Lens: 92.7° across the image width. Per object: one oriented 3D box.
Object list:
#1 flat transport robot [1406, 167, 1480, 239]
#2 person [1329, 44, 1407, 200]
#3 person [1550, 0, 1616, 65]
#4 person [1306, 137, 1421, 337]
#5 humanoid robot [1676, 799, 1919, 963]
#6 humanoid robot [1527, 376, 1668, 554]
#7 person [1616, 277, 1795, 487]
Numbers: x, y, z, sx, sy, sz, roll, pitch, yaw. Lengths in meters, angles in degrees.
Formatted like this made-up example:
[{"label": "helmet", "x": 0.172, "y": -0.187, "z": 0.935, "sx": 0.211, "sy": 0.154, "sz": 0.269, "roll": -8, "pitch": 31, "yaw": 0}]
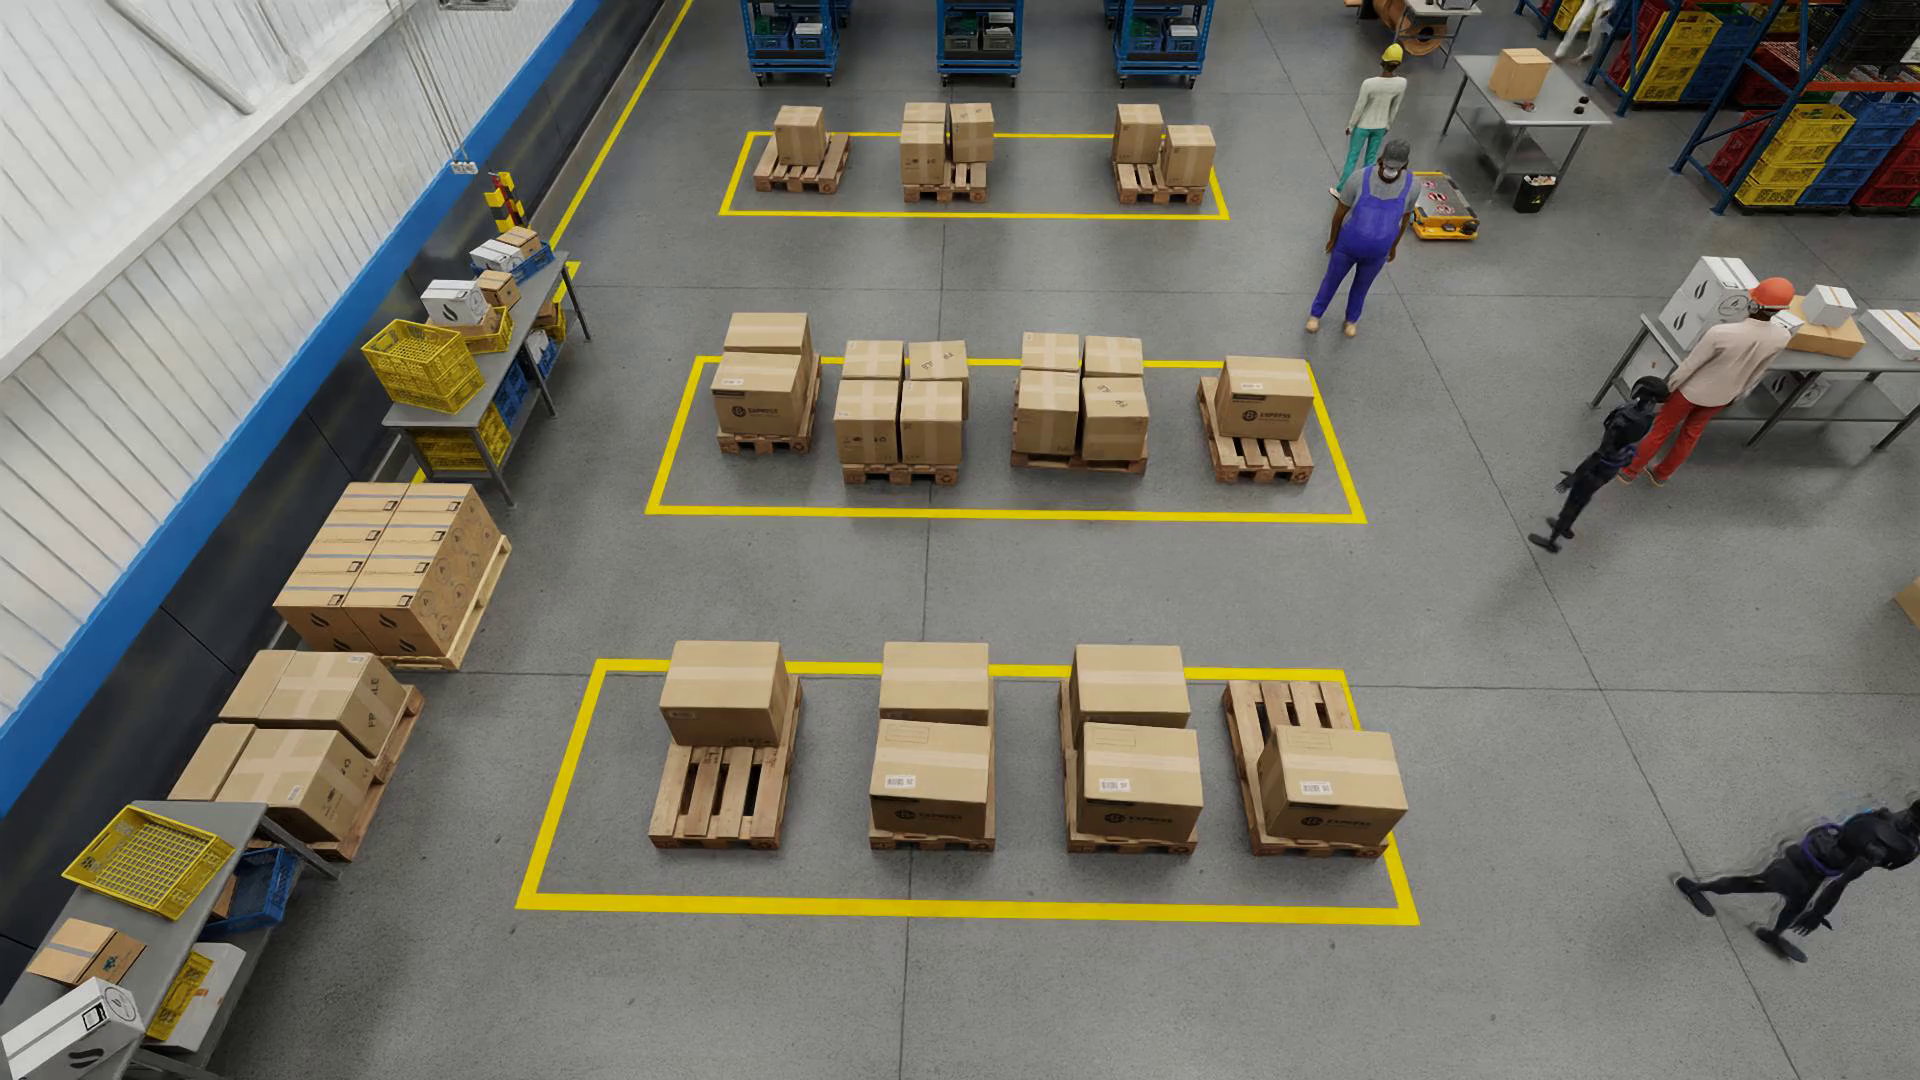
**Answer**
[{"label": "flat transport robot", "x": 5.692, "y": -4.094, "z": 11.059, "sx": 0.652, "sy": 0.197, "sz": 1.431, "roll": 1, "pitch": 49, "yaw": 1}, {"label": "person", "x": 4.808, "y": -4.868, "z": 10.756, "sx": 0.526, "sy": 1.768, "sz": 0.312, "roll": -3, "pitch": 49, "yaw": -3}, {"label": "person", "x": 9.231, "y": -7.820, "z": 13.259, "sx": 0.915, "sy": 1.837, "sz": 0.582, "roll": -18, "pitch": 52, "yaw": -15}, {"label": "person", "x": 3.909, "y": -2.873, "z": 8.849, "sx": 0.688, "sy": 2.000, "sz": 0.537, "roll": 10, "pitch": 50, "yaw": 9}, {"label": "humanoid robot", "x": 4.754, "y": 1.833, "z": 5.033, "sx": 0.602, "sy": 1.625, "sz": 0.728, "roll": -21, "pitch": 52, "yaw": -17}, {"label": "humanoid robot", "x": 4.937, "y": -0.574, "z": 7.096, "sx": 0.609, "sy": 1.652, "sz": 0.317, "roll": -28, "pitch": 55, "yaw": -22}, {"label": "person", "x": 6.061, "y": -1.239, "z": 7.474, "sx": 0.615, "sy": 1.986, "sz": 0.405, "roll": 3, "pitch": 49, "yaw": 3}]
